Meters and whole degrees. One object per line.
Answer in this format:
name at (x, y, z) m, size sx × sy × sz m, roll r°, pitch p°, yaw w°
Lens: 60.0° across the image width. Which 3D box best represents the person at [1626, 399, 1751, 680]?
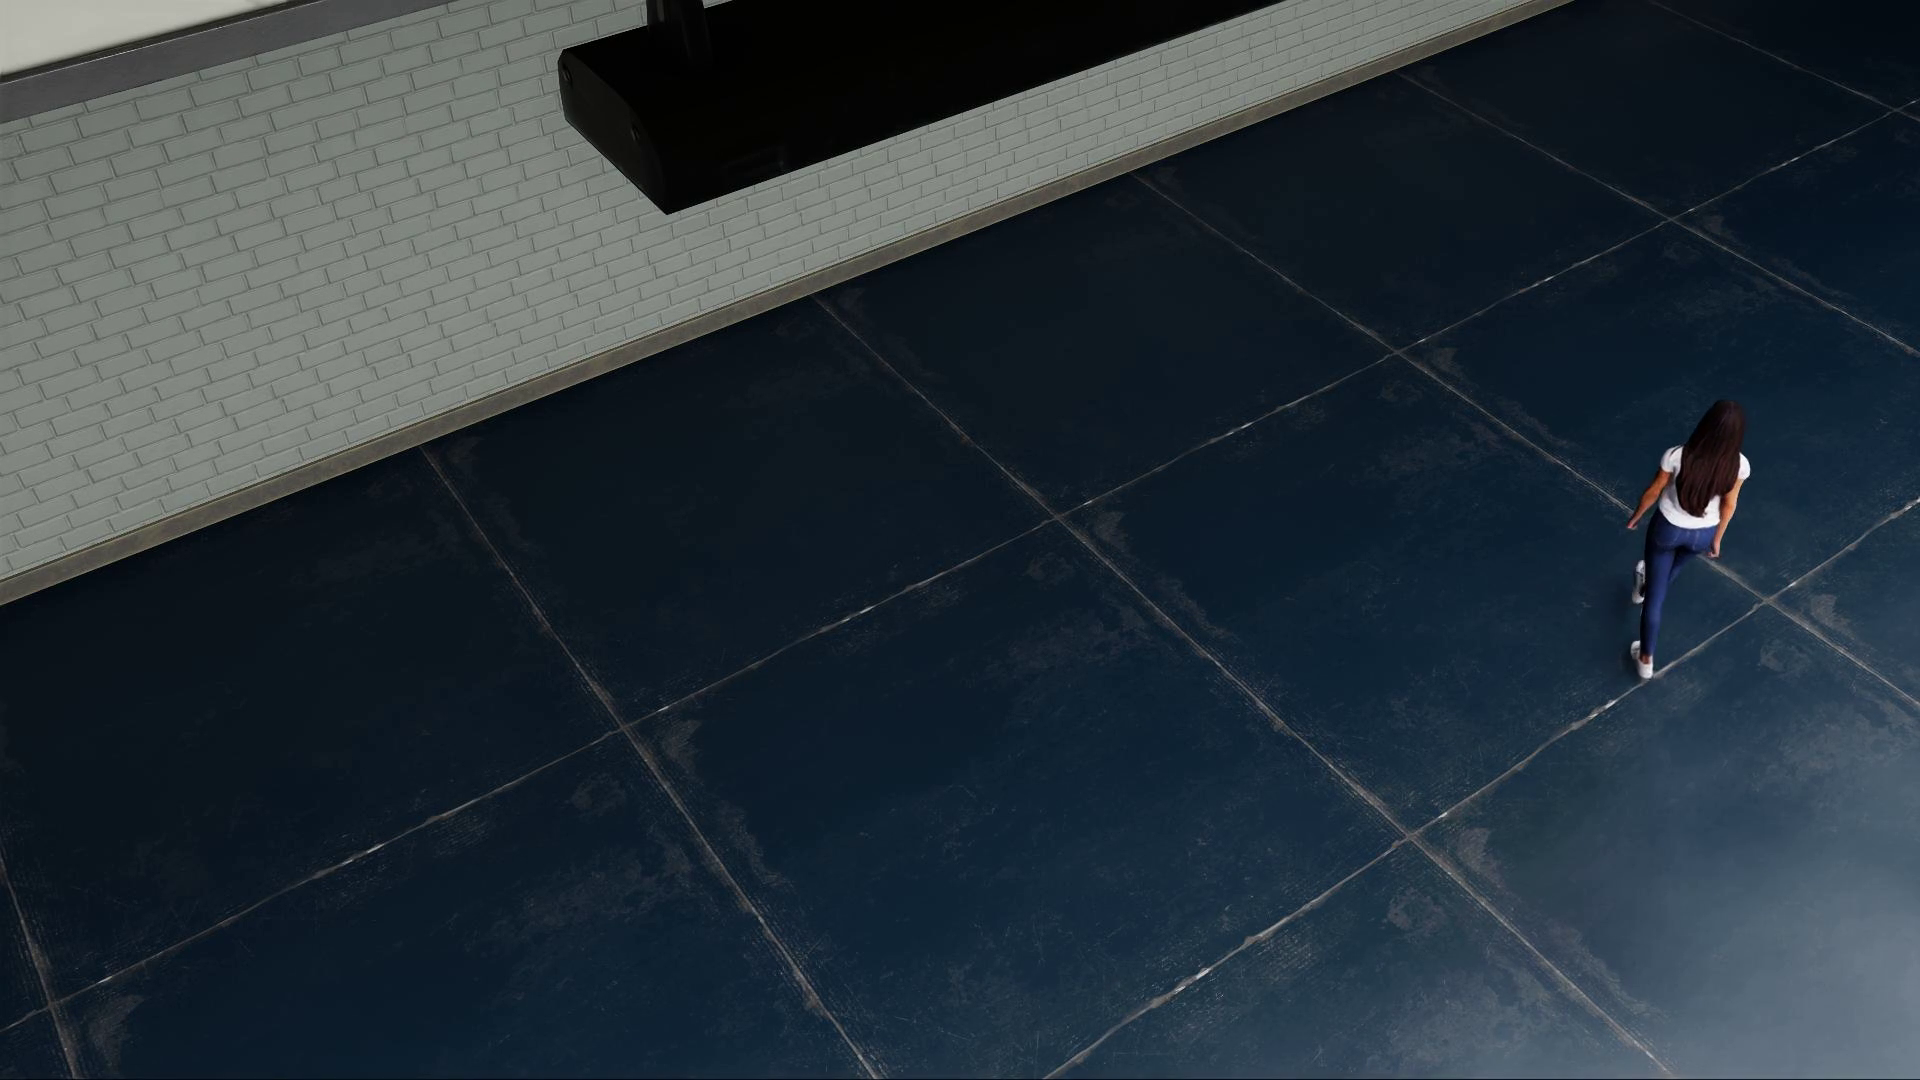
person at (3.870, 0.045, 8.913) m, size 1.018 × 1.746 × 1.108 m, roll 4°, pitch 43°, yaw 5°
